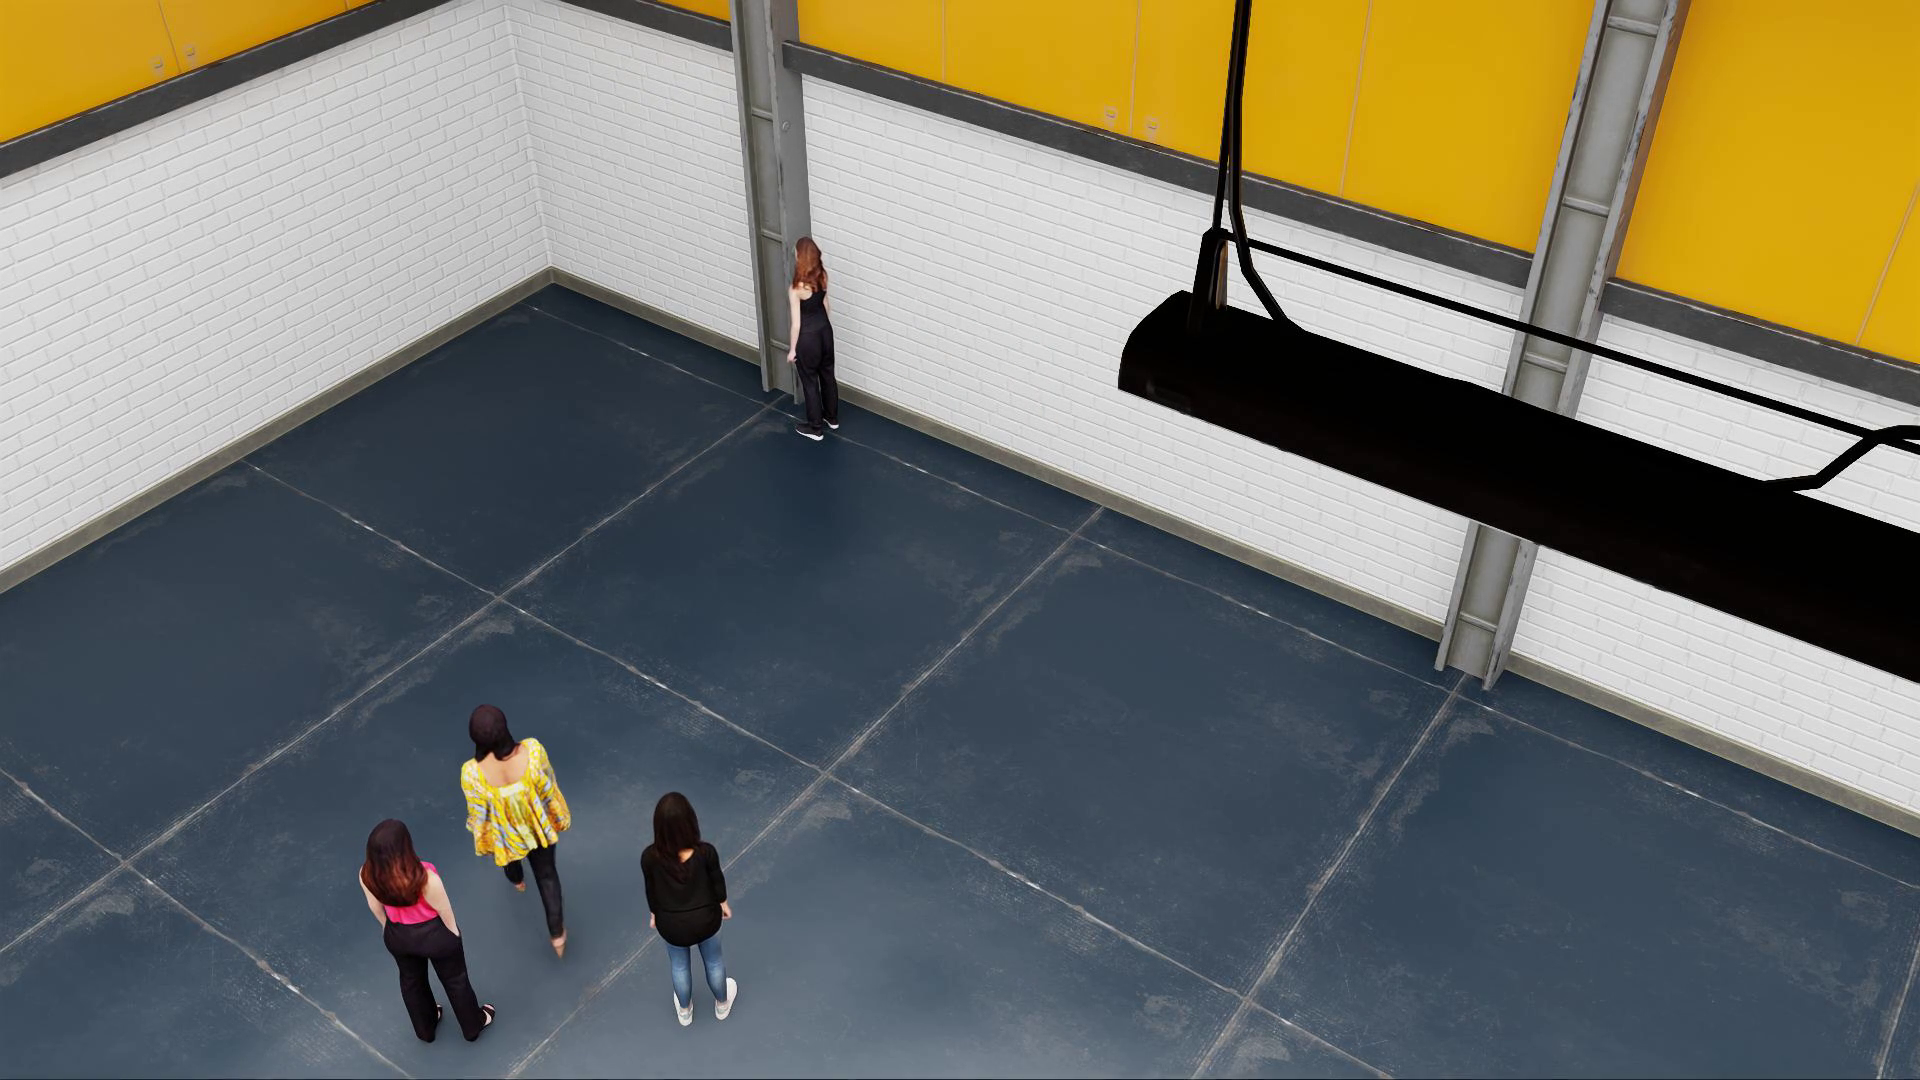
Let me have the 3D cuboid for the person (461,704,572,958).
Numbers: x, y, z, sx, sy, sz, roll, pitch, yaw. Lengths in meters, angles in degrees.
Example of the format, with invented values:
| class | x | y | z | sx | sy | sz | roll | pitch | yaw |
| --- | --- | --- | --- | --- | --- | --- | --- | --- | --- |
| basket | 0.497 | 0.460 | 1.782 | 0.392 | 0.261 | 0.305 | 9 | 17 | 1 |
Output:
| class | x | y | z | sx | sy | sz | roll | pitch | yaw |
| --- | --- | --- | --- | --- | --- | --- | --- | --- | --- |
| person | -2.393 | 1.627 | 9.148 | 1.032 | 1.609 | 1.169 | -14 | 41 | -17 |

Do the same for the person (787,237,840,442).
| class | x | y | z | sx | sy | sz | roll | pitch | yaw |
| --- | --- | --- | --- | --- | --- | --- | --- | --- | --- |
| person | -1.146 | -1.585 | 13.058 | 0.543 | 1.748 | 0.598 | 28 | 46 | 31 |

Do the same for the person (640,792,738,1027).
| class | x | y | z | sx | sy | sz | roll | pitch | yaw |
| --- | --- | --- | --- | --- | --- | --- | --- | --- | --- |
| person | -1.427 | 1.948 | 8.716 | 0.646 | 1.646 | 0.715 | -5 | 39 | -6 |

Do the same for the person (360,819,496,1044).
| class | x | y | z | sx | sy | sz | roll | pitch | yaw |
| --- | --- | --- | --- | --- | --- | --- | --- | --- | --- |
| person | -2.779 | 2.031 | 8.601 | 0.611 | 1.659 | 0.722 | 4 | 39 | 4 |
